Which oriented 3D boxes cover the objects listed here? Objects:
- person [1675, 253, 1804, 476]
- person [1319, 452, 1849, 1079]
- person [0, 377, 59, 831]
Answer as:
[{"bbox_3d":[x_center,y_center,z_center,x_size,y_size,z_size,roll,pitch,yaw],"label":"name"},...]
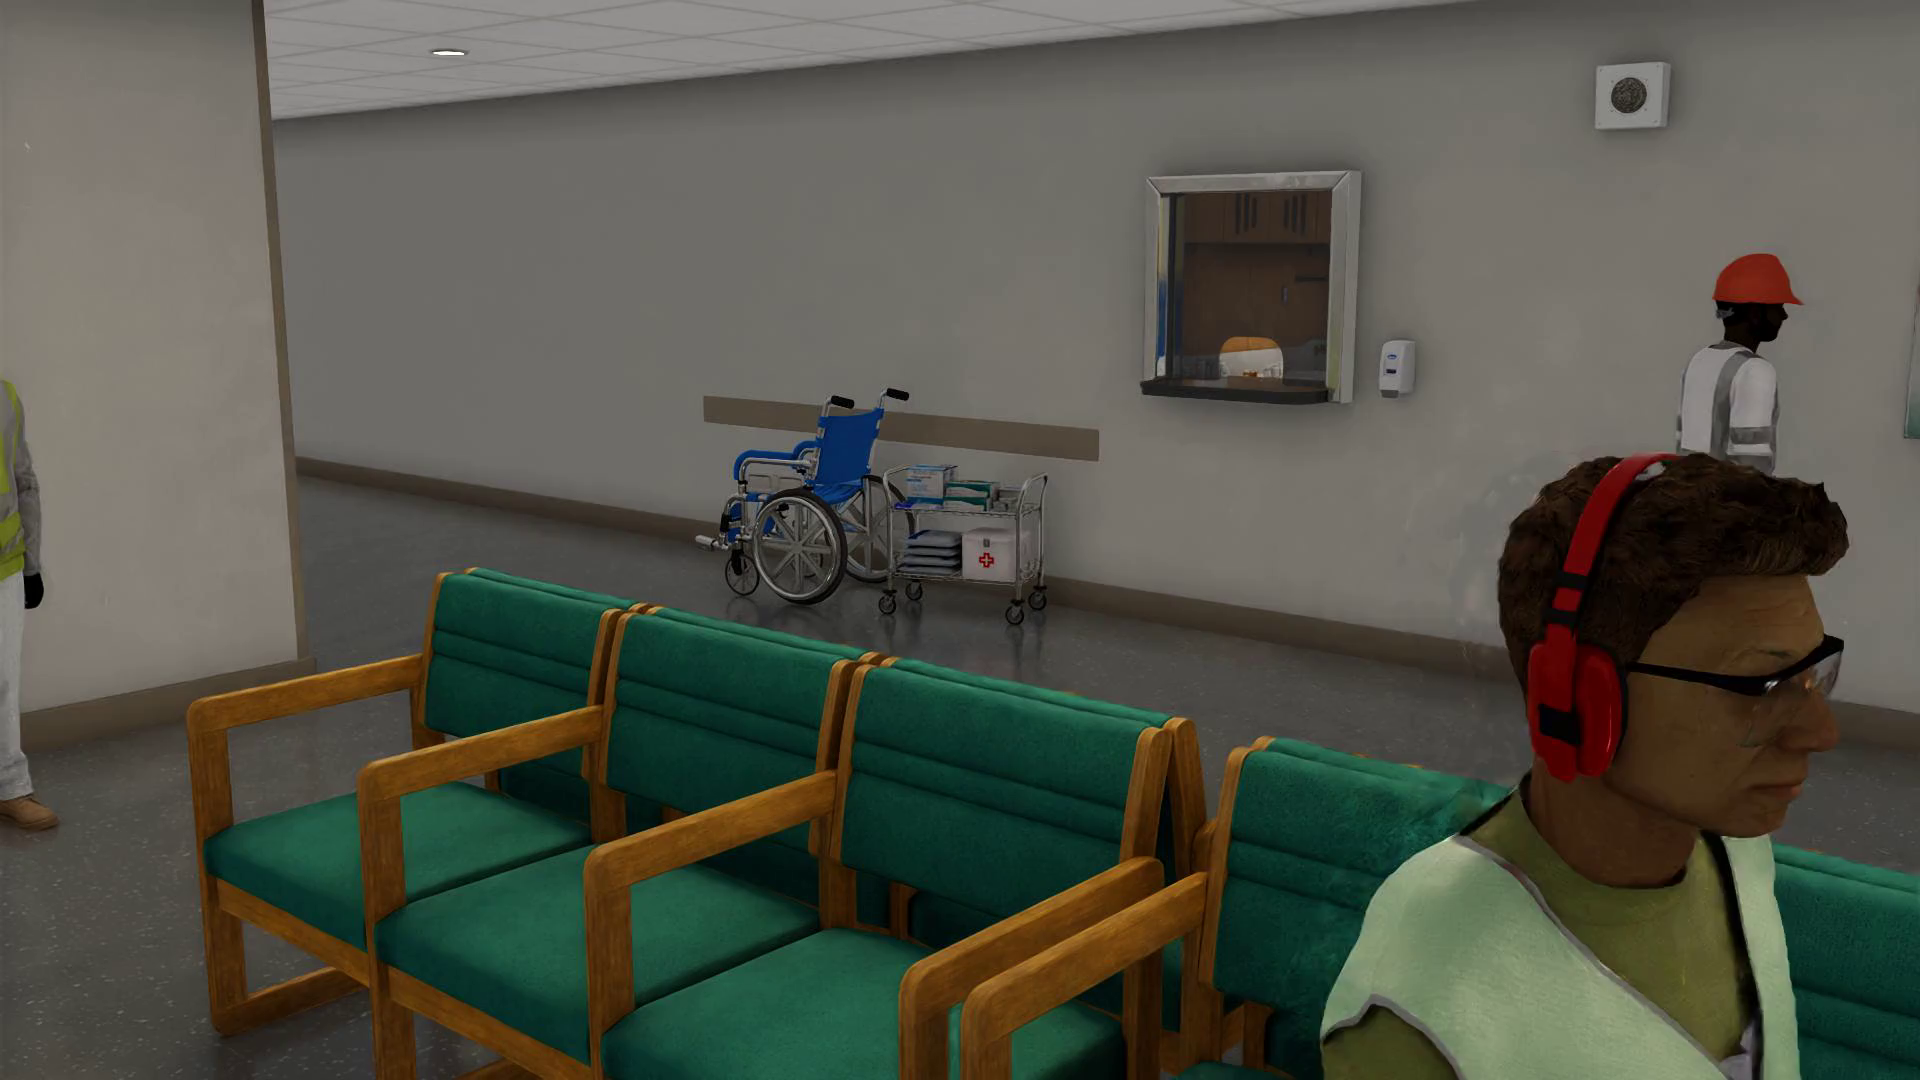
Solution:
[{"bbox_3d":[2.847,-0.079,6.157,0.379,1.938,0.547,0,10,-2],"label":"person"},{"bbox_3d":[0.430,0.812,1.406,0.781,1.824,0.572,8,13,39],"label":"person"},{"bbox_3d":[-3.289,0.107,5.414,0.430,1.836,0.626,6,12,32],"label":"person"}]
